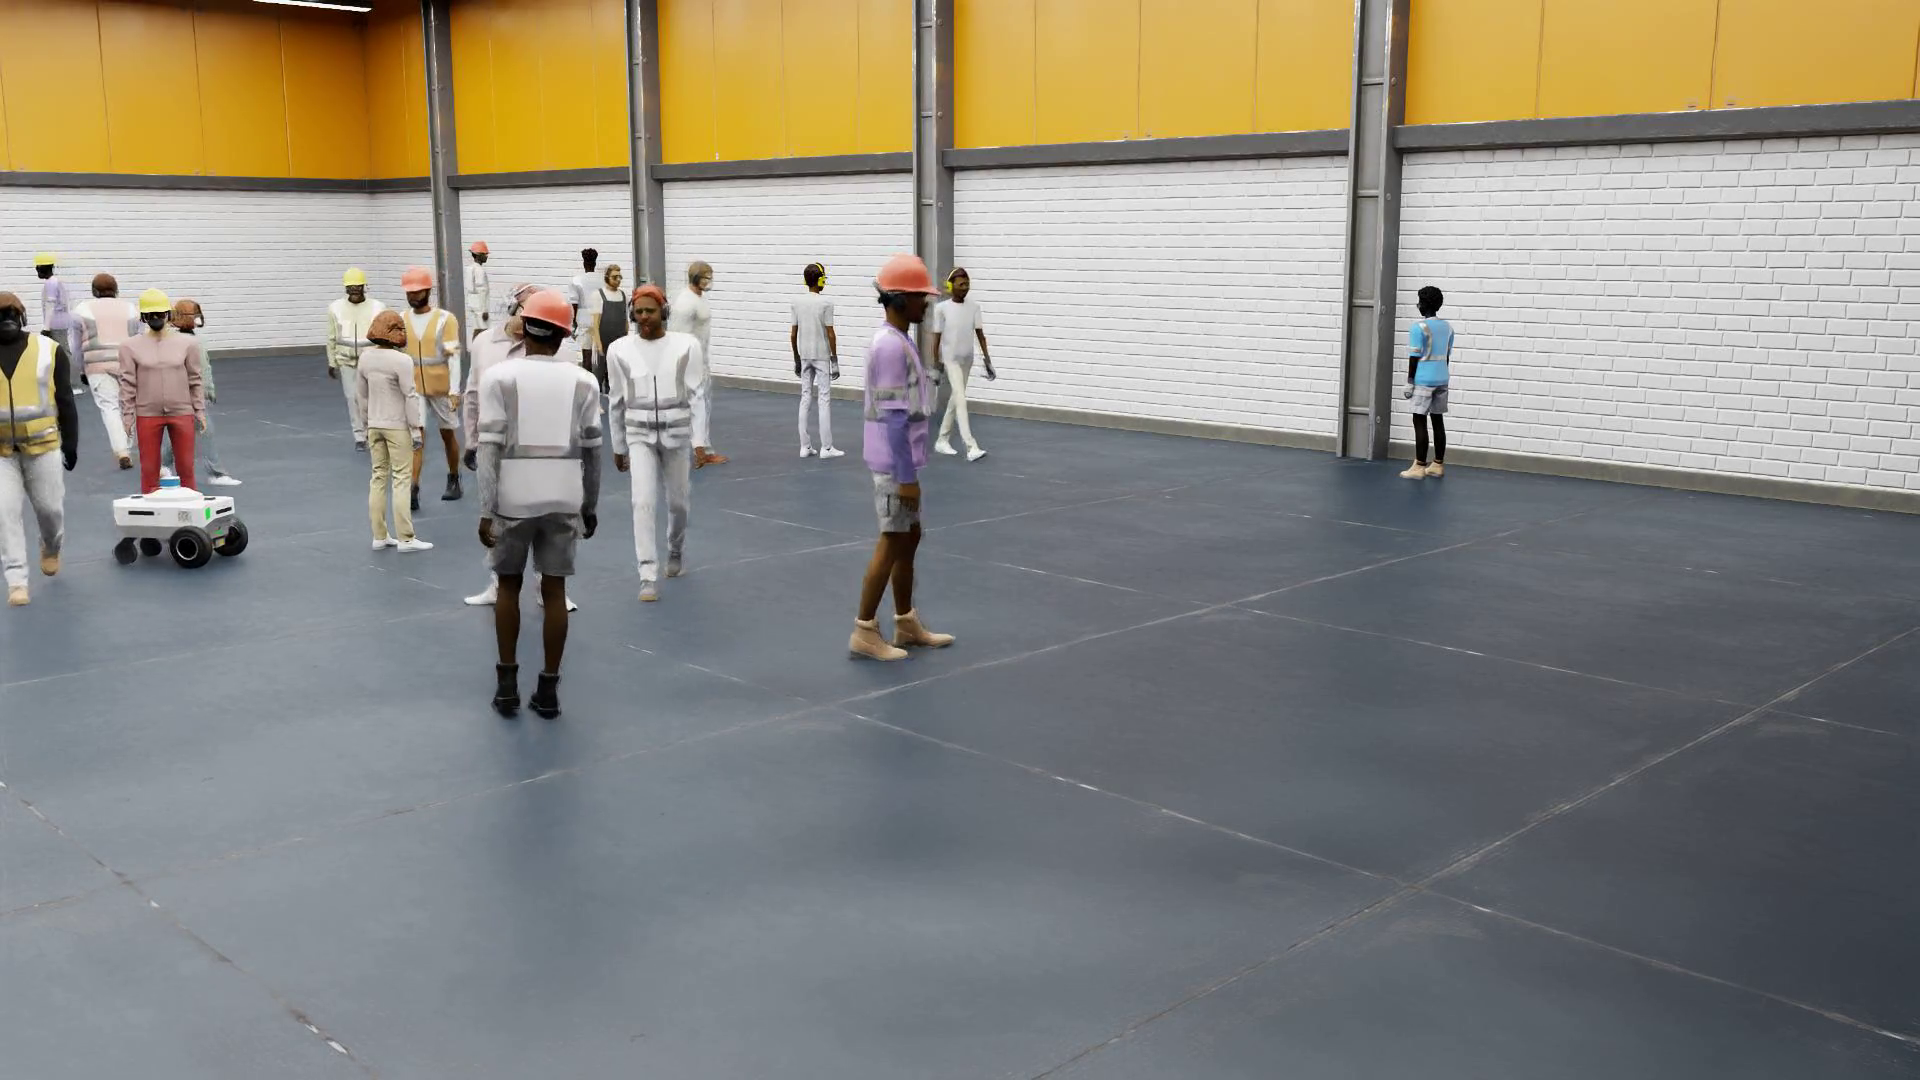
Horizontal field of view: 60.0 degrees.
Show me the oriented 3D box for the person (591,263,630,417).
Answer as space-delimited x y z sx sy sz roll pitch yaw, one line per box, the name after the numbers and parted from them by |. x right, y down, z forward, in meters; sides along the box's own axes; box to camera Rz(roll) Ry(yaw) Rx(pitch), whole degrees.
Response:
-4.104 -2.338 19.535 0.510 1.812 0.939 -7 13 -35 | person

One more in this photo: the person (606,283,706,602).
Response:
-1.812 -0.610 9.993 0.578 1.857 0.853 -2 11 -9 | person

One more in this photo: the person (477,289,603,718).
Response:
-1.875 -0.168 7.474 0.586 1.886 0.571 -5 11 -25 | person

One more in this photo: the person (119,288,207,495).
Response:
-5.547 -0.863 11.603 0.534 1.767 0.319 -6 12 -29 | person

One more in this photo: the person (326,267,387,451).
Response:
-5.958 -1.783 16.478 0.596 1.818 0.423 -2 11 -13 | person

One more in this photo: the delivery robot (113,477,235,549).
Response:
-5.137 -0.171 10.873 0.707 0.478 0.477 1 10 8 | delivery robot

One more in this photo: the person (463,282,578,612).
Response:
-2.536 -0.508 9.386 0.772 1.878 0.397 3 11 15 | person

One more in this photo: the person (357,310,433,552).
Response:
-3.844 -0.734 11.254 0.504 1.632 0.269 6 12 28 | person

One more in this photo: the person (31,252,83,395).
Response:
-12.104 -2.848 22.061 0.747 1.901 0.592 -6 12 -30 | person

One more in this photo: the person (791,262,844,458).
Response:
-1.383 -1.722 15.994 0.519 1.874 0.327 5 12 27 | person

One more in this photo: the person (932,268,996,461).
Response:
0.019 -1.684 15.937 0.541 1.820 0.969 -7 13 -34 | person

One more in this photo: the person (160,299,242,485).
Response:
-6.602 -1.261 14.220 0.810 1.597 0.508 1 10 4 | person

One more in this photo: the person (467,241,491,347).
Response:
-7.501 -3.658 26.088 0.386 2.041 0.613 -7 12 -32 | person

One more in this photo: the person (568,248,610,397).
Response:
-4.838 -2.853 21.900 0.603 1.966 0.372 -4 11 -22 | person

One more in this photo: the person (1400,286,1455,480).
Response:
4.114 -1.378 14.614 0.531 1.693 0.319 -8 13 -37 | person

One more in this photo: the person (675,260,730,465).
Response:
-2.560 -1.636 15.436 0.742 1.908 0.682 1 10 5 | person

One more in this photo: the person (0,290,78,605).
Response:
-5.564 -0.563 9.836 0.633 1.825 0.718 -5 12 -27 | person

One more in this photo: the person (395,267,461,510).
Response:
-4.187 -1.194 13.086 0.567 1.888 0.989 0 10 2 | person

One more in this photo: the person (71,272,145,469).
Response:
-7.813 -1.563 15.352 0.604 1.804 0.926 -9 13 -39 | person

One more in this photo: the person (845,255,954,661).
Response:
-0.308 -0.399 8.380 0.578 2.034 0.614 0 10 -2 | person
